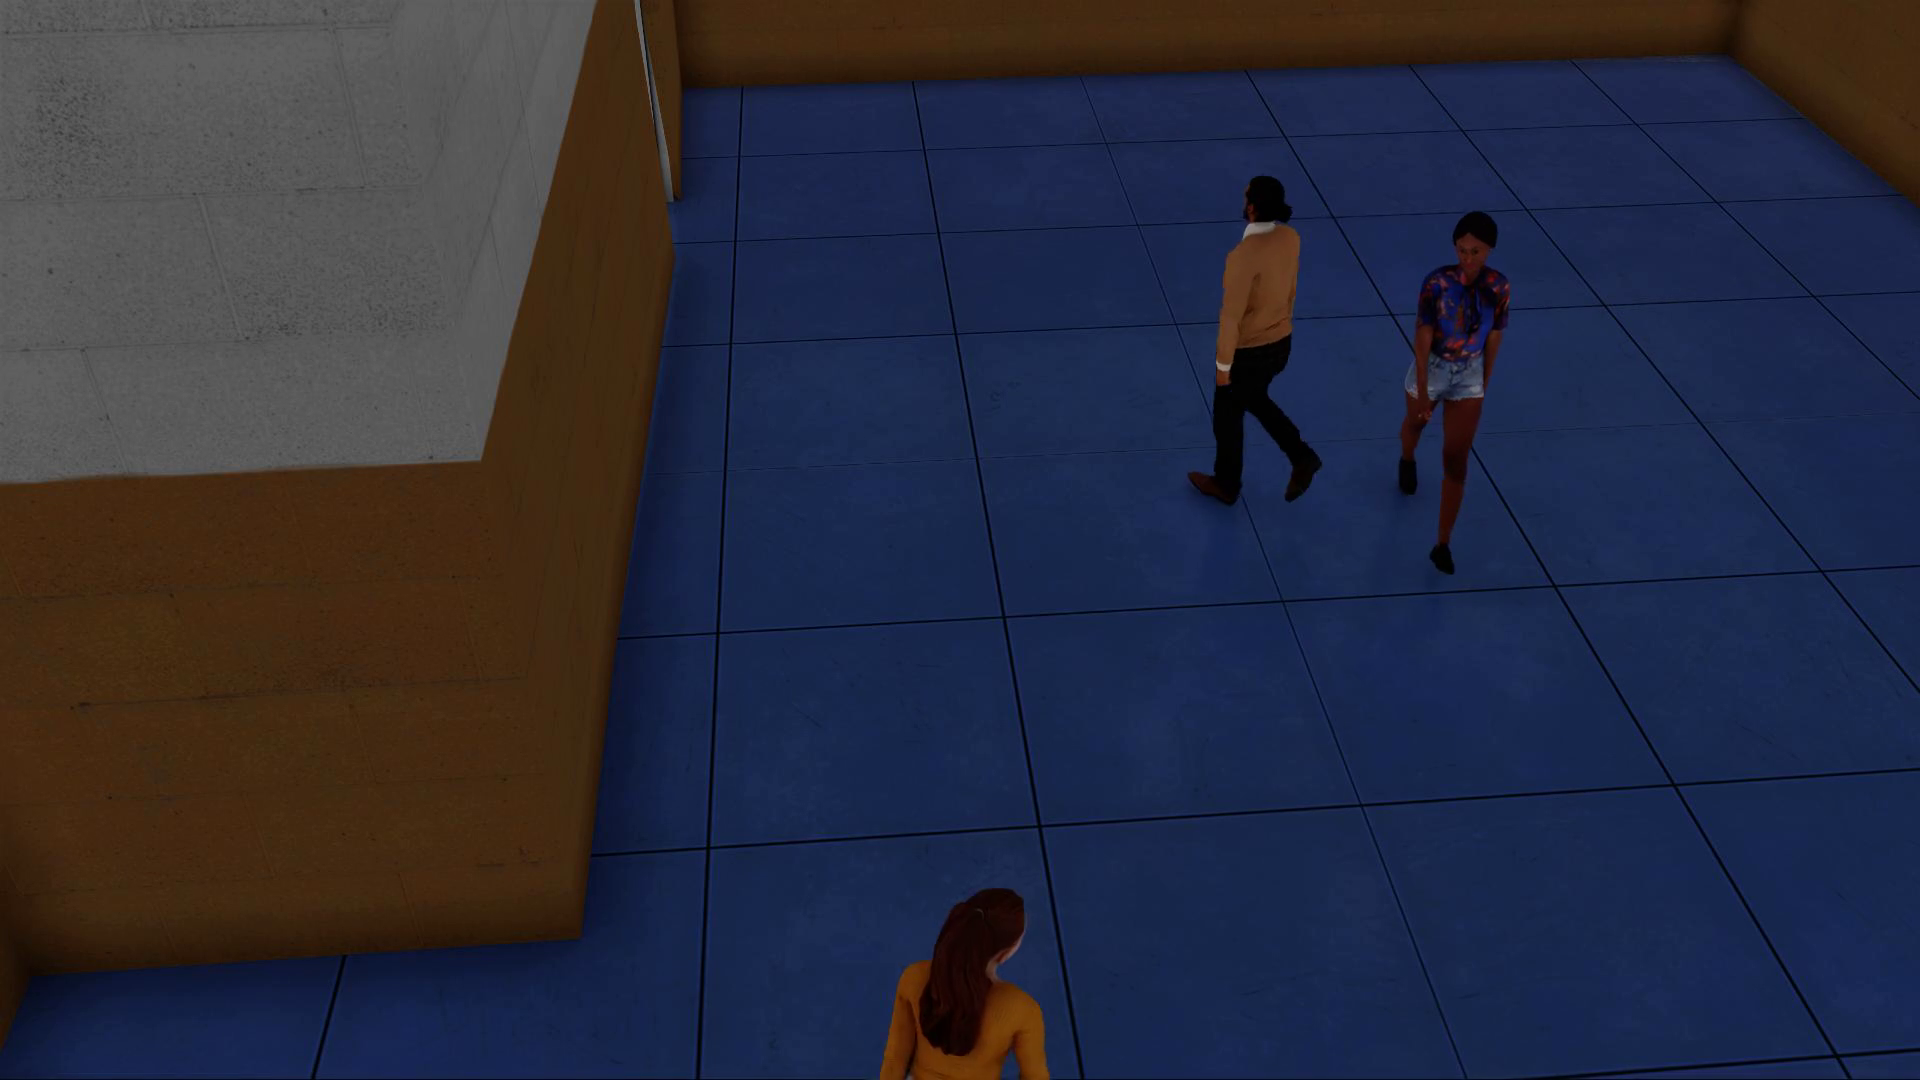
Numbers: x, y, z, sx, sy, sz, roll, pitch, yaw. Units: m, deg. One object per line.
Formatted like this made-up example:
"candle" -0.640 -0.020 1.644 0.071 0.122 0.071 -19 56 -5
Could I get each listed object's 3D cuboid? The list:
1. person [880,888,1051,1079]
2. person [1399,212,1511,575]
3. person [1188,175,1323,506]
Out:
"person" -0.063 1.677 4.614 0.849 1.715 0.865 8 38 11
"person" 2.274 -0.781 7.914 1.220 1.684 0.795 2 37 2
"person" 1.475 -0.896 8.014 1.033 1.742 0.974 26 44 30
